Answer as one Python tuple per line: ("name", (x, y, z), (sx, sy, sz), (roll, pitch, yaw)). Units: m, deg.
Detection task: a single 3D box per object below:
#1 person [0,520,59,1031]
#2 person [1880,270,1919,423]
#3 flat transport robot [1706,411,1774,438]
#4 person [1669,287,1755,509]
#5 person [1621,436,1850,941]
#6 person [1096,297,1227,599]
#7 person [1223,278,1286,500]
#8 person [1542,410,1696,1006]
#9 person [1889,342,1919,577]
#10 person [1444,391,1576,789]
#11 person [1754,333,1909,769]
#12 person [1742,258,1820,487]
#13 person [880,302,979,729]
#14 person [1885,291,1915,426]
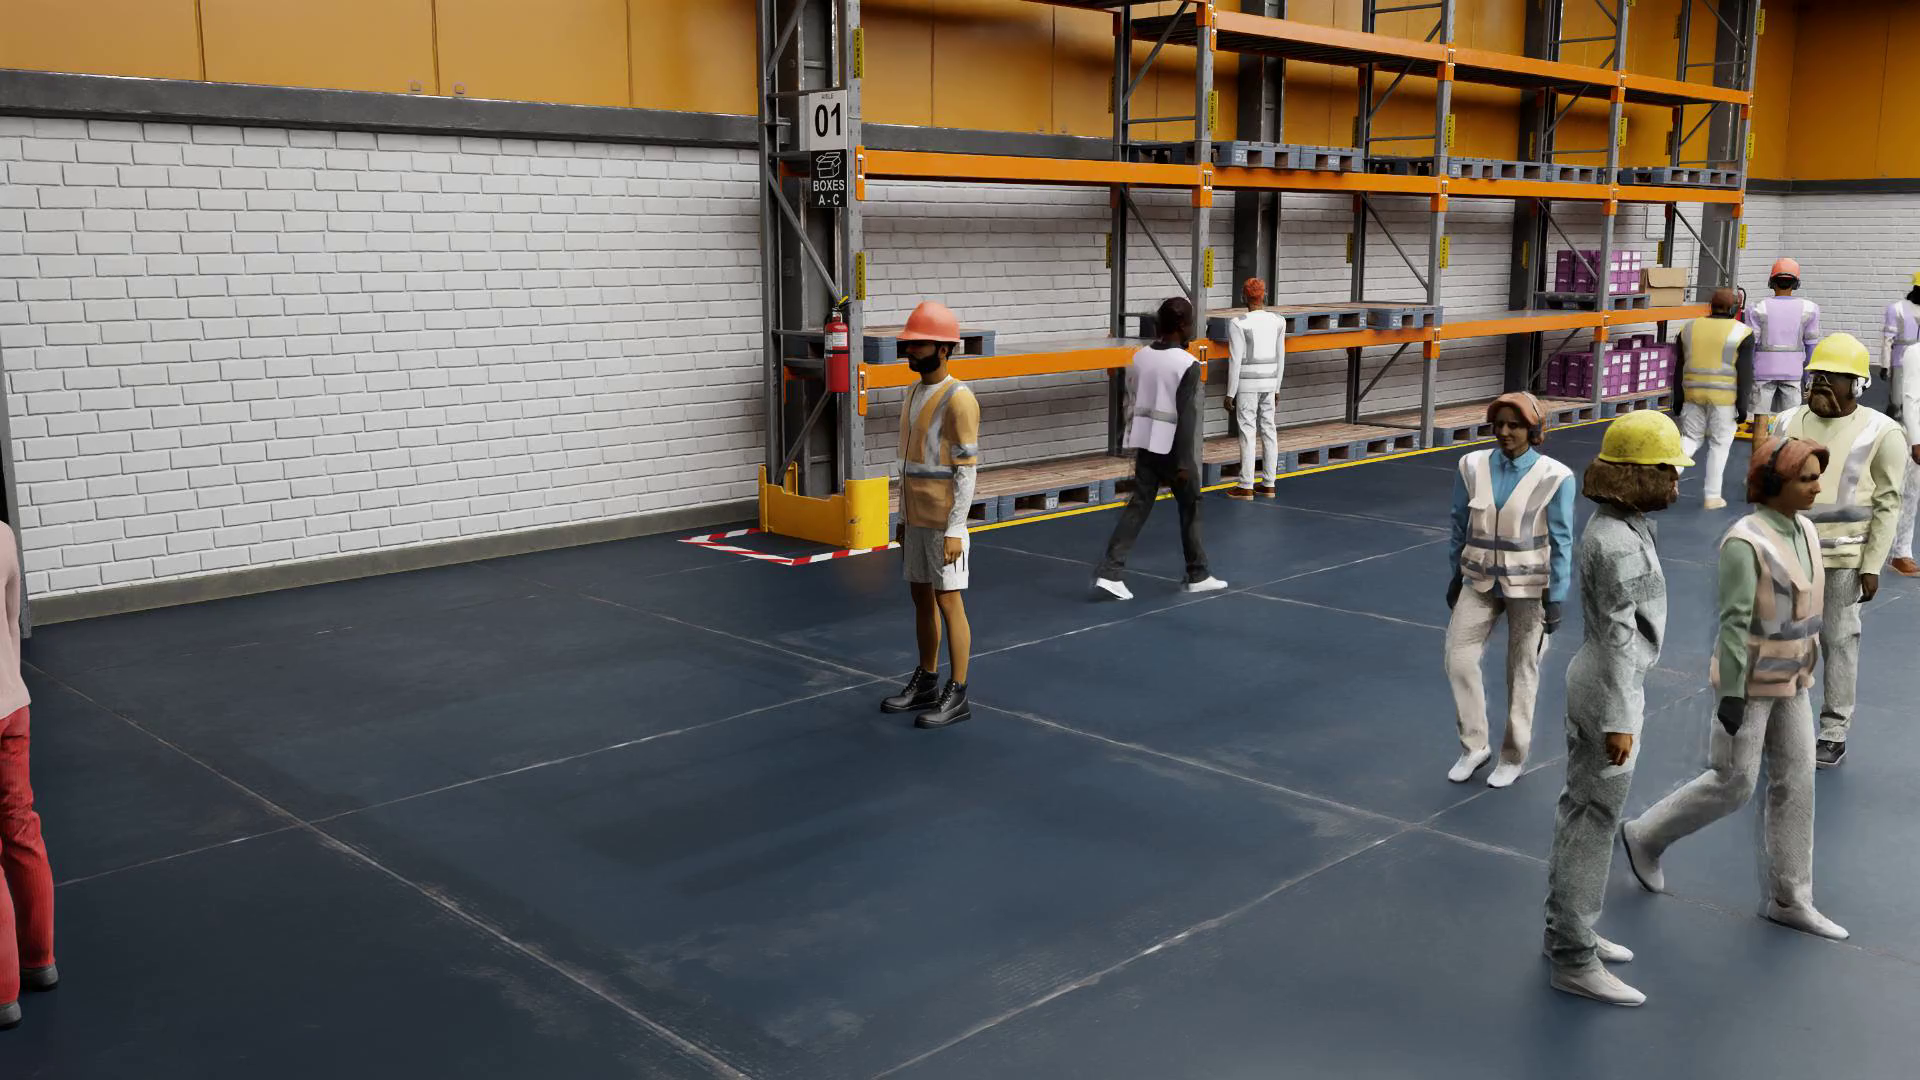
("person", (-2.819, 0.514, 4.694), (0.313, 1.768, 0.527), (0, 10, -2))
("person", (9.849, -1.855, 17.229), (0.600, 1.907, 0.631), (3, 11, 18))
("flat transport robot", (8.815, -1.315, 18.746), (0.652, 0.197, 1.431), (7, 12, 33))
("person", (6.082, -1.135, 13.540), (0.664, 1.822, 0.647), (-9, 14, -40))
("person", (2.560, 0.457, 5.416), (0.520, 1.618, 0.683), (-8, 13, -38))
("person", (1.234, -0.562, 10.286), (0.978, 1.878, 0.607), (-8, 13, -36))
("person", (2.503, -1.281, 14.157), (0.573, 1.884, 0.359), (-5, 12, -26))
("person", (1.950, 0.481, 4.932), (0.320, 1.742, 0.492), (3, 11, 17))
("person", (6.321, -0.623, 10.656), (0.571, 1.846, 0.878), (0, 10, 0))
("person", (2.176, 0.216, 6.680), (0.545, 1.619, 0.455), (9, 14, 41))
("person", (3.638, 0.043, 7.066), (0.404, 1.837, 0.589), (-7, 13, -34))
("person", (7.206, -1.458, 14.690), (0.612, 2.041, 0.394), (3, 11, 15))
("person", (-0.135, -0.113, 7.632), (0.349, 1.942, 0.545), (-7, 12, -32))
("person", (10.460, -1.928, 18.306), (0.544, 1.646, 0.897), (4, 11, 22))
